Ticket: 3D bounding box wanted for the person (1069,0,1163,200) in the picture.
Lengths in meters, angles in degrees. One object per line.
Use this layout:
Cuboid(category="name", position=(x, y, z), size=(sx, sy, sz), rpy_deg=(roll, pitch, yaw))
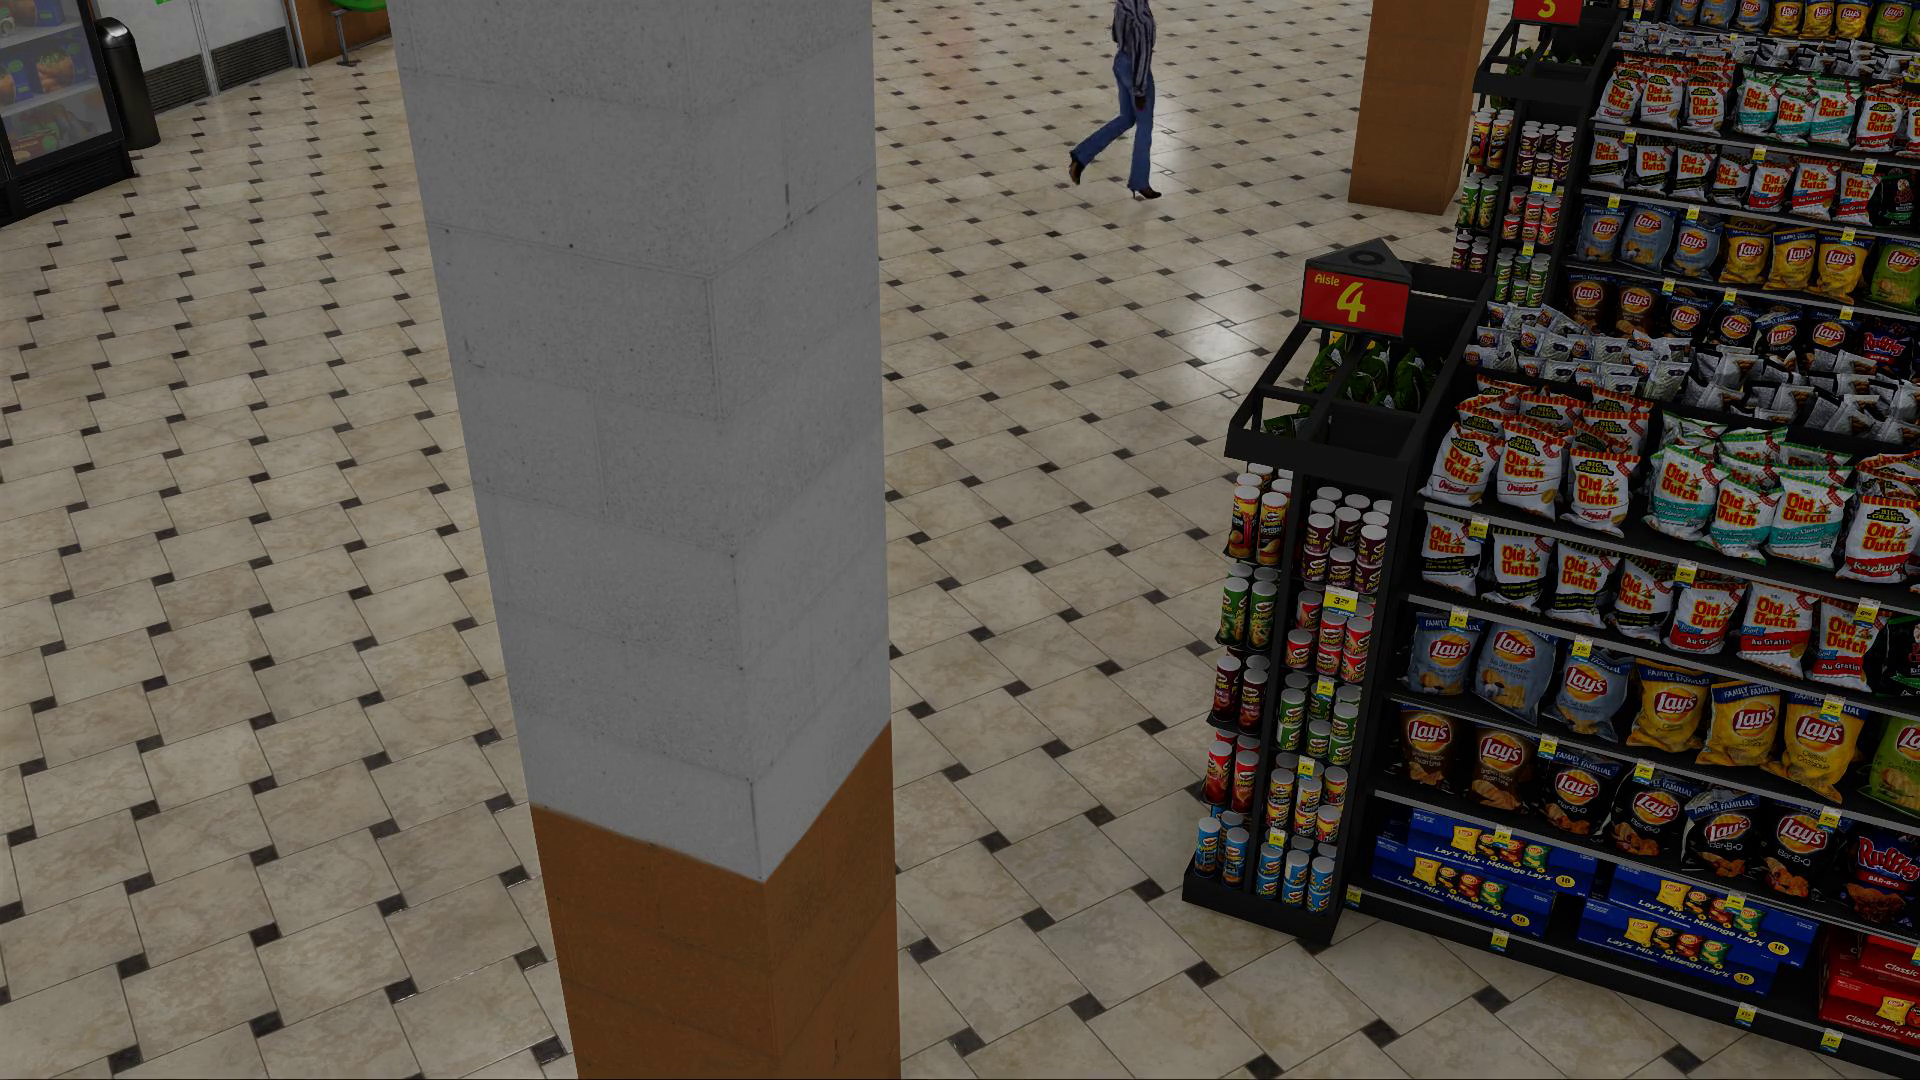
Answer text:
Cuboid(category="person", position=(1.148, -3.267, 11.867), size=(1.057, 1.774, 0.971), rpy_deg=(-8, 33, -13))
